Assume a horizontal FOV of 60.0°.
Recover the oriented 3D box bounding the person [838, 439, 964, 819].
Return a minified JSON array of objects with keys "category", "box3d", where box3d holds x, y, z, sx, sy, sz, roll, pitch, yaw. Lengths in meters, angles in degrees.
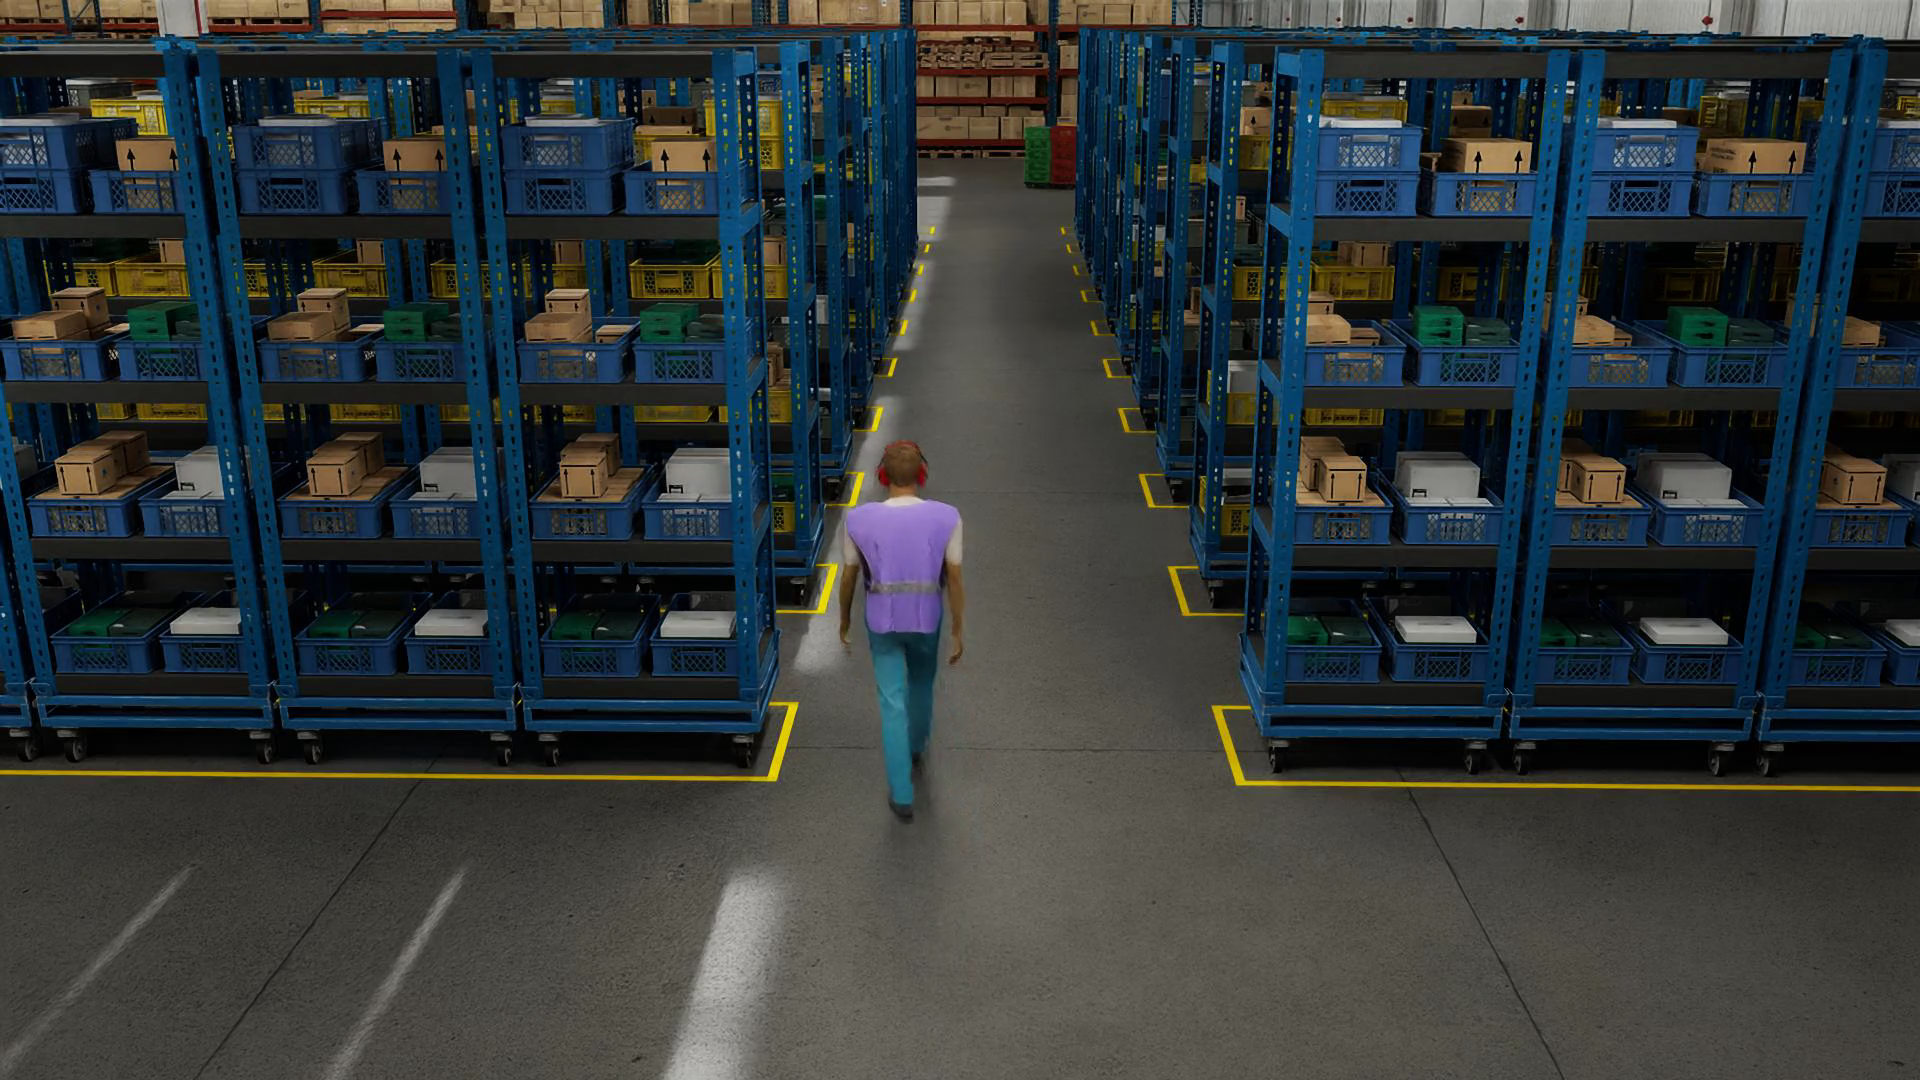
[{"category":"person","box3d":[-0.296,0.381,8.183,0.599,1.798,0.943,-2,18,-7]}]
